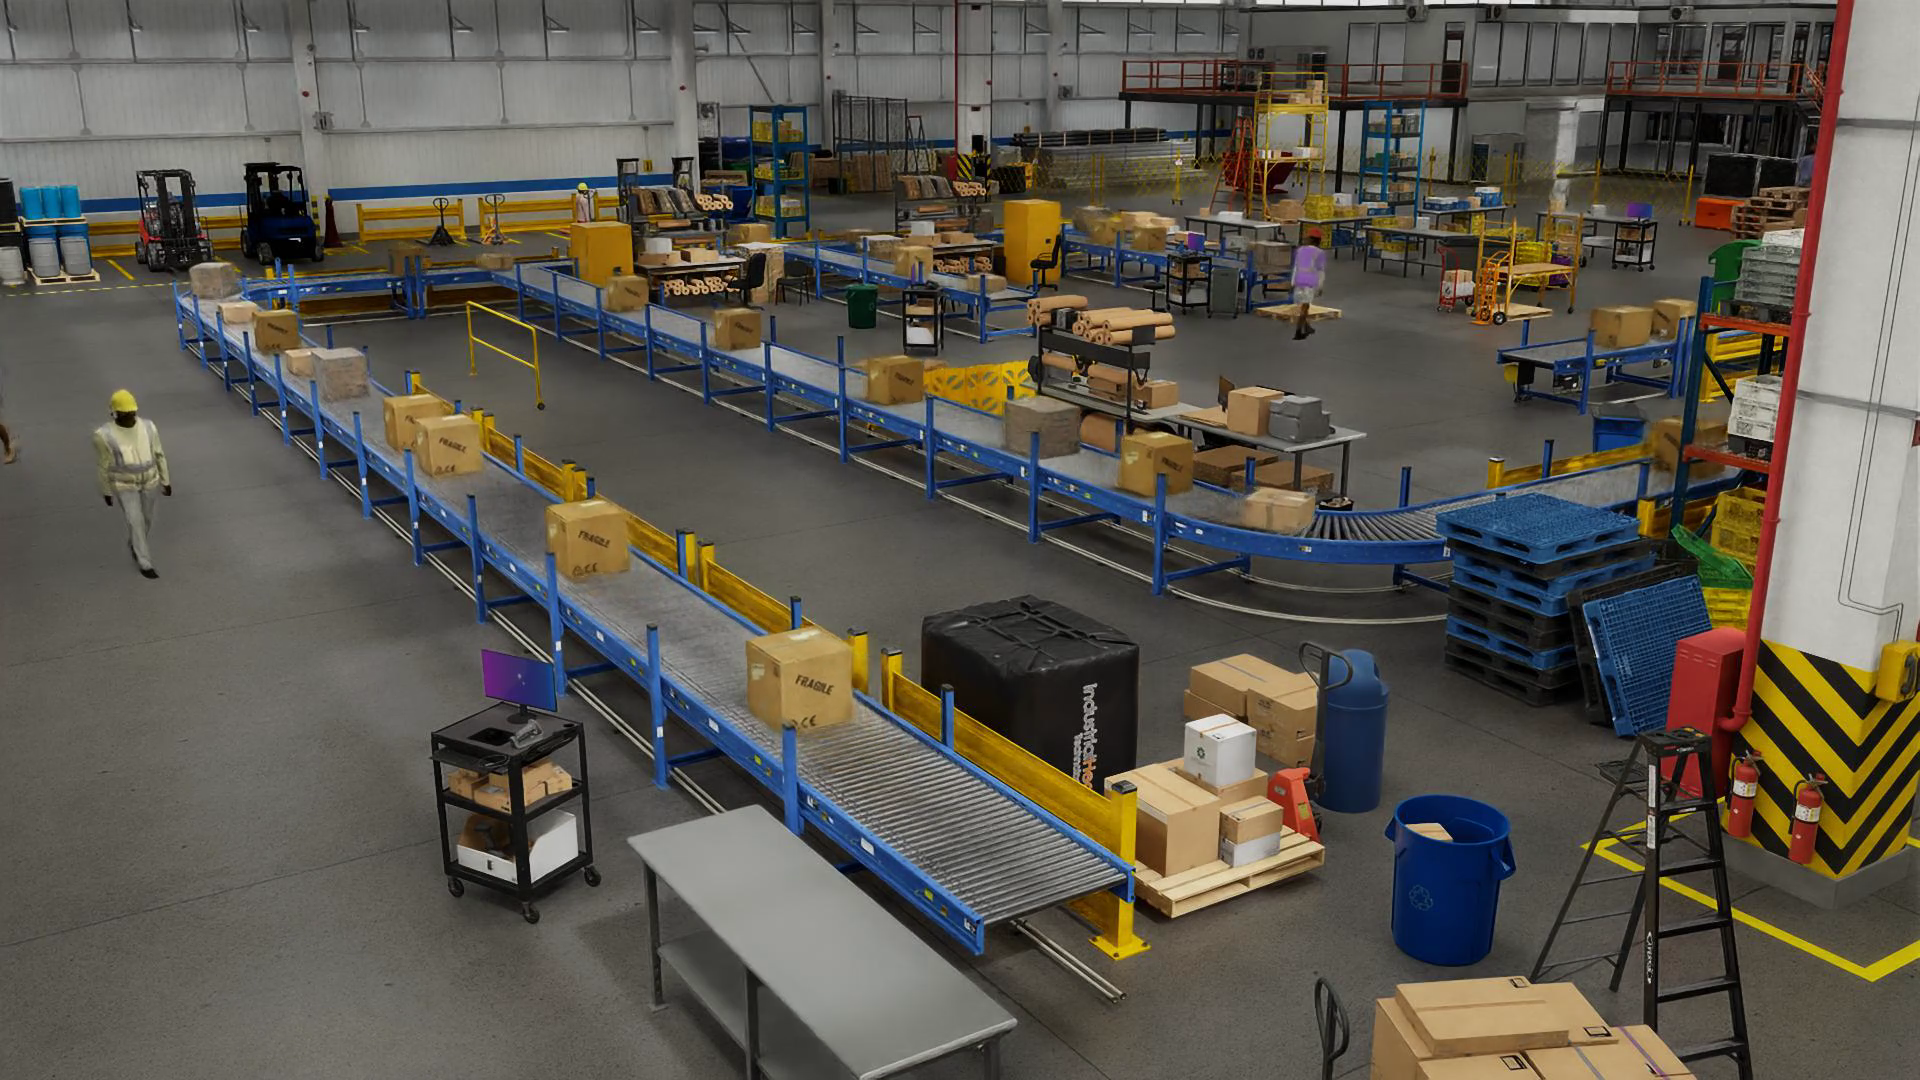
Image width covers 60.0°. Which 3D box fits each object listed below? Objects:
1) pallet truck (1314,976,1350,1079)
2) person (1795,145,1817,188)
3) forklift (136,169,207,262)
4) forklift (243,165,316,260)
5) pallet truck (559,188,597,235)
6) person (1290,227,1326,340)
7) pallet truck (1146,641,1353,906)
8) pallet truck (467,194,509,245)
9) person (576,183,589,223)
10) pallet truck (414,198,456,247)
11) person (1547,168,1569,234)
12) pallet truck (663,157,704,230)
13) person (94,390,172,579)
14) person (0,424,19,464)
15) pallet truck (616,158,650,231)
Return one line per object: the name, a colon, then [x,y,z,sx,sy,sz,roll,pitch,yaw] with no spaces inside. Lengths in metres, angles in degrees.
pallet truck: [2.299,2.390,7.086,1.601,1.201,0.680,-2,17,-7]
person: [25.869,-11.109,50.887,0.601,1.886,0.460,1,17,3]
forklift: [-17.842,-7.318,37.559,1.157,1.987,2.680,-10,20,-31]
forklift: [-15.898,-7.669,38.708,1.157,1.987,2.680,-11,20,-33]
pallet truck: [-10.010,-8.652,43.699,0.653,1.274,1.630,-10,20,-31]
person: [6.027,-4.417,28.608,0.891,1.880,0.562,-15,23,-41]
pallet truck: [1.664,1.407,10.232,1.630,1.274,0.653,-10,20,-31]
pallet truck: [-11.983,-8.177,42.137,0.704,1.261,1.522,-11,20,-33]
person: [-8.806,-7.471,38.978,0.314,1.768,0.527,-11,20,-33]
pallet truck: [-13.250,-8.060,41.856,0.680,1.201,1.601,-10,20,-31]
person: [15.871,-9.025,44.257,0.495,1.706,0.851,-9,19,-27]
pallet truck: [-7.586,-9.308,44.692,0.823,1.965,1.885,-11,20,-33]
person: [-7.951,-0.570,15.964,0.800,1.810,0.596,13,21,38]
person: [-11.638,-1.782,19.670,0.628,2.005,0.968,0,17,1]
pallet truck: [-8.918,-9.176,44.255,0.823,1.965,1.885,-9,19,-27]
